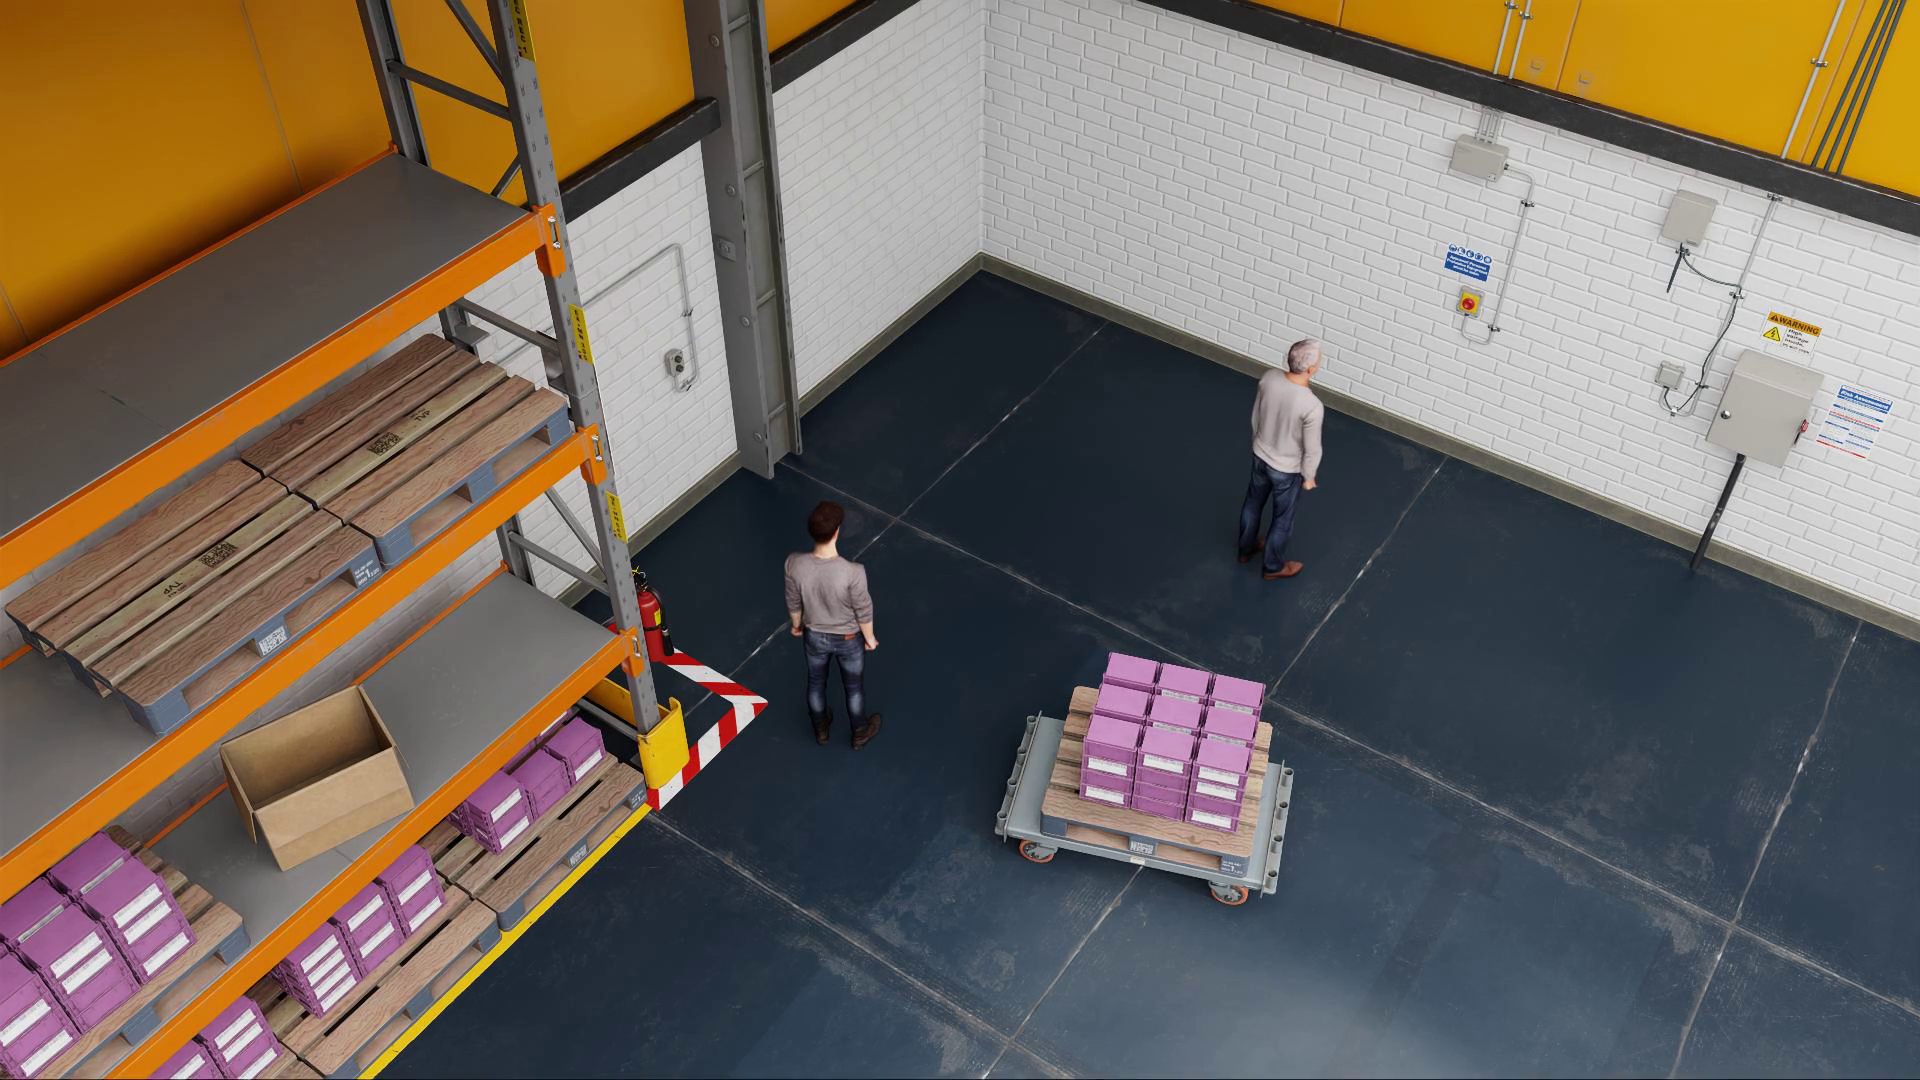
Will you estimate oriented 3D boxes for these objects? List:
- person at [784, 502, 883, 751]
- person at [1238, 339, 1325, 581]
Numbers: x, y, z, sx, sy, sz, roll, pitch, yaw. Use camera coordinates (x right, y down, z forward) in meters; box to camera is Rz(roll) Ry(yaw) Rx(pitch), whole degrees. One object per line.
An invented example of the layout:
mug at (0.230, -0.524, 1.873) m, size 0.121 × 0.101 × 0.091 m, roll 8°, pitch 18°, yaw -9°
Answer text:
person at (-0.765, 0.555, 9.956) m, size 0.771 × 1.898 × 0.726 m, roll 9°, pitch 44°, yaw 10°
person at (2.140, -0.535, 11.092) m, size 0.772 × 1.909 × 0.816 m, roll -26°, pitch 49°, yaw -24°
